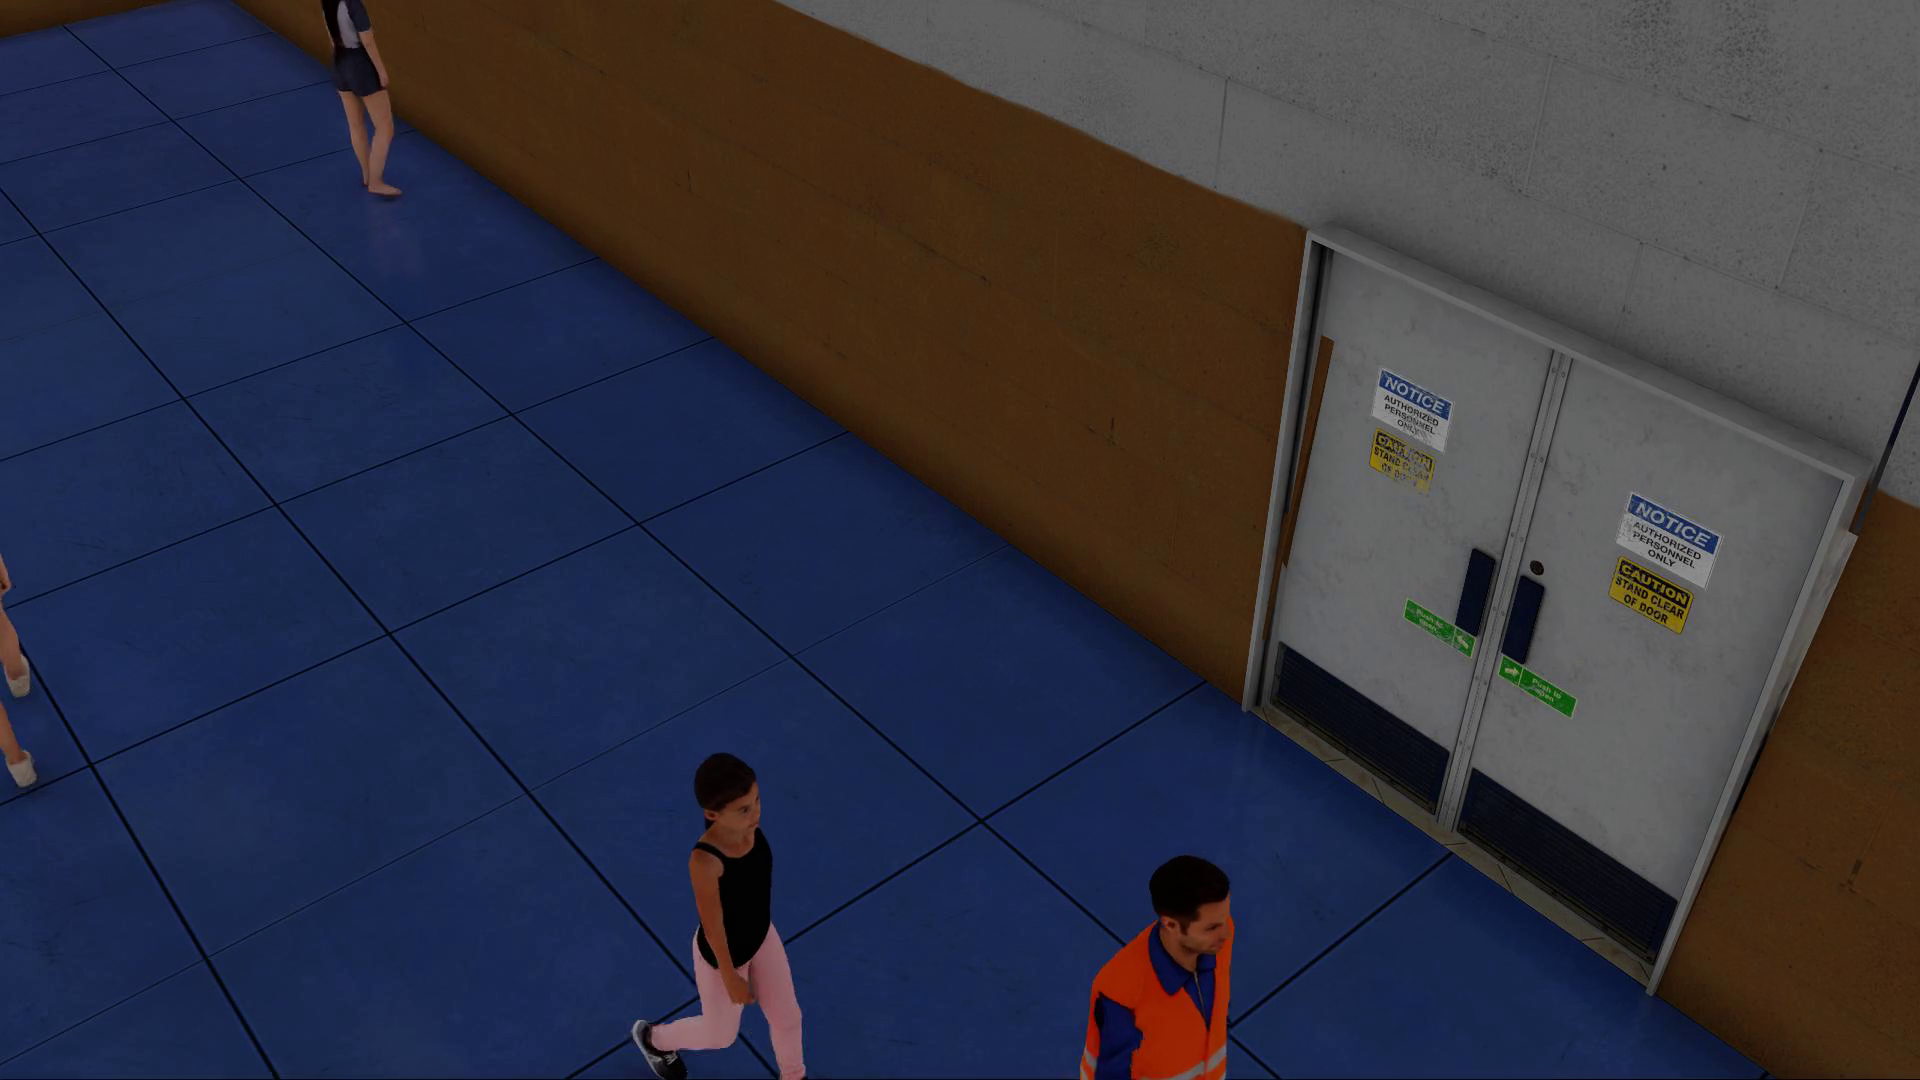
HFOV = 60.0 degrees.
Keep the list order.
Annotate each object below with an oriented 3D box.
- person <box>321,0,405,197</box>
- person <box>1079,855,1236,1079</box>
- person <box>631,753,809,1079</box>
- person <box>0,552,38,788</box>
[{"bbox_3d":[-4.039,-3.113,11.054,0.711,1.641,0.635,13,39,17],"label":"person"},{"bbox_3d":[0.477,1.516,4.711,0.807,1.852,0.717,29,46,33],"label":"person"},{"bbox_3d":[-0.775,1.278,5.283,0.842,1.544,0.986,17,40,21],"label":"person"},{"bbox_3d":[-3.965,0.228,6.540,1.095,1.716,0.762,-20,41,-24],"label":"person"}]
